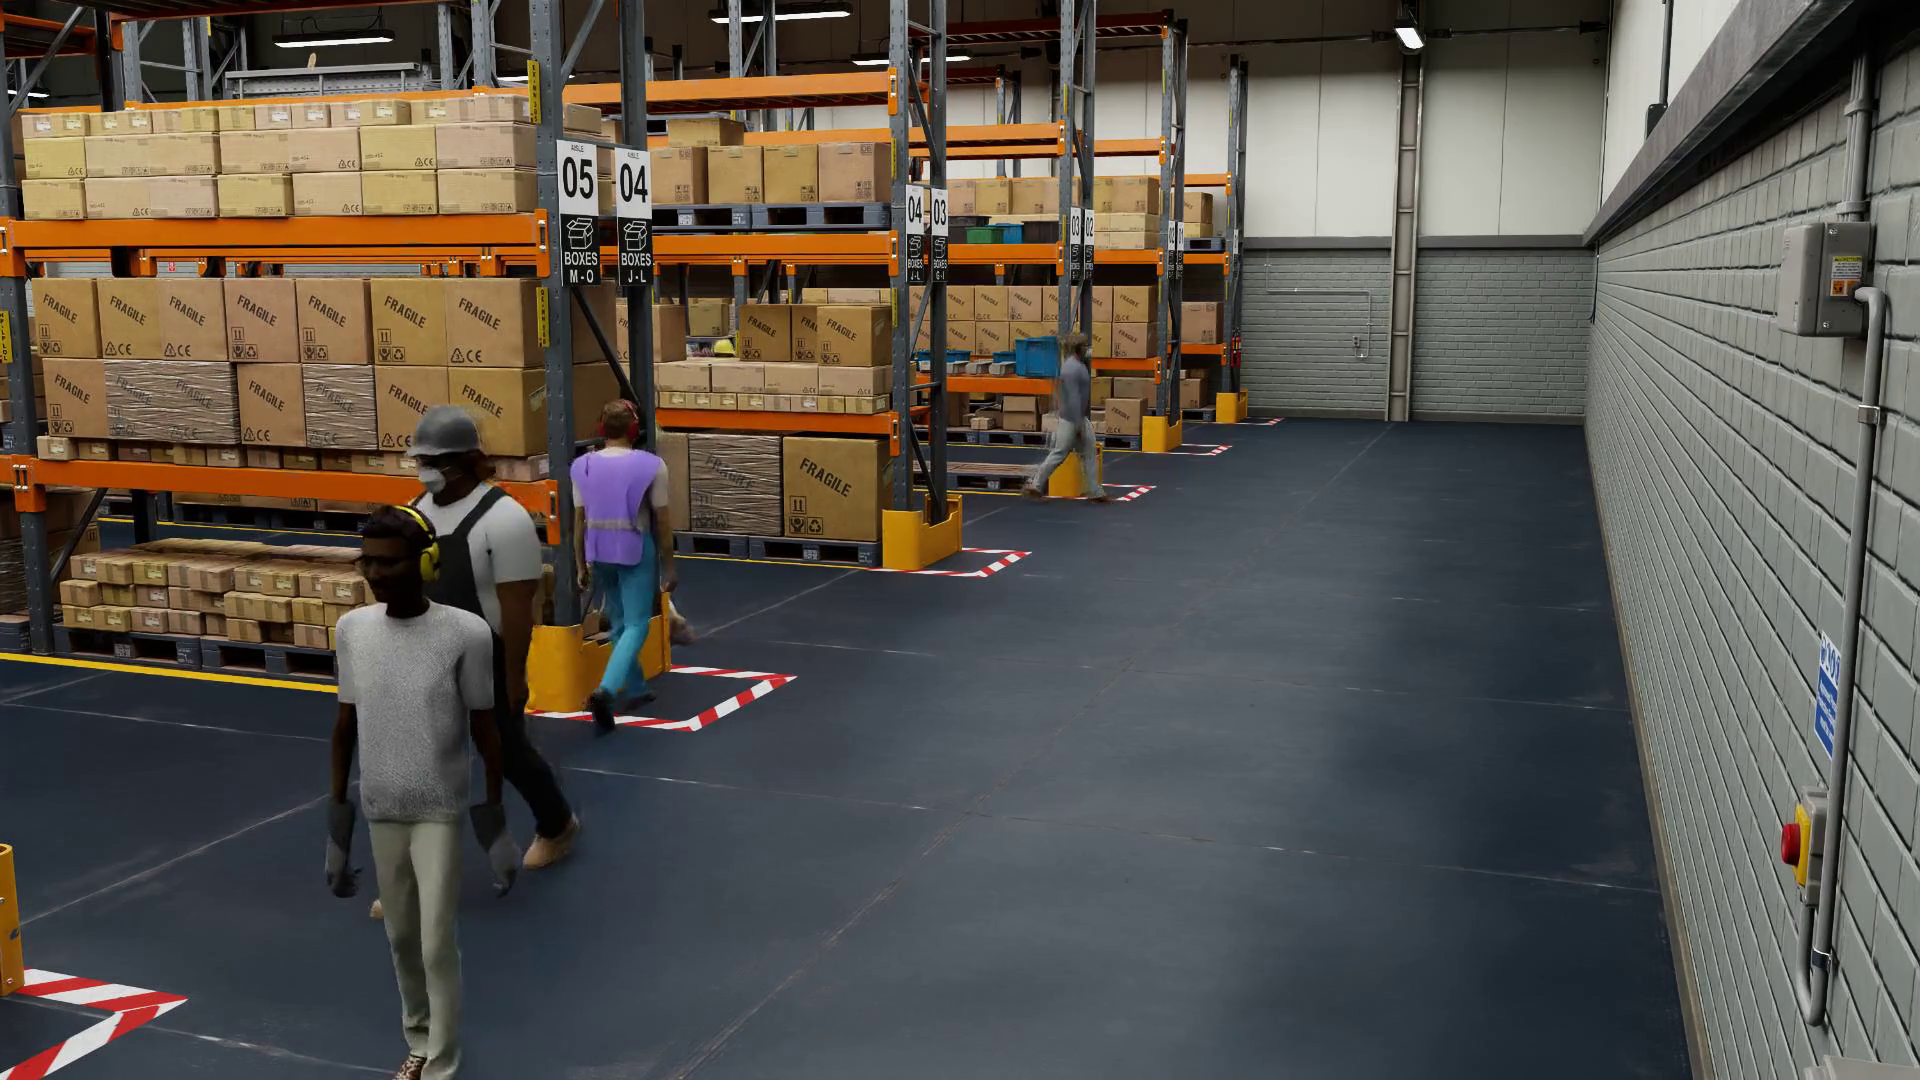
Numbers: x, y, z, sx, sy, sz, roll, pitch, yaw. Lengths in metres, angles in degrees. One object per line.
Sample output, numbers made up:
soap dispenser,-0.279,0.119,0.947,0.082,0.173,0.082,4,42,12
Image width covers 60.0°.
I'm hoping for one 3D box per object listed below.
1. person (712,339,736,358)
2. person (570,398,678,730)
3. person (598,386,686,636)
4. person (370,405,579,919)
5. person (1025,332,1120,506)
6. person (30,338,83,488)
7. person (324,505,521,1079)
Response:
person,-2.698,-1.419,19.049,0.361,1.751,0.557,3,9,15
person,-1.902,0.122,9.290,0.569,1.820,0.834,3,9,16
person,-2.250,-0.204,11.374,0.916,1.809,0.632,4,10,24
person,-1.963,0.419,6.706,0.679,2.000,0.959,5,10,27
person,1.179,-1.301,17.933,1.012,1.895,0.646,2,9,15
person,-8.890,-1.003,16.084,1.037,1.895,0.628,4,10,23
person,-1.596,0.815,4.859,0.564,1.869,0.494,2,9,11
